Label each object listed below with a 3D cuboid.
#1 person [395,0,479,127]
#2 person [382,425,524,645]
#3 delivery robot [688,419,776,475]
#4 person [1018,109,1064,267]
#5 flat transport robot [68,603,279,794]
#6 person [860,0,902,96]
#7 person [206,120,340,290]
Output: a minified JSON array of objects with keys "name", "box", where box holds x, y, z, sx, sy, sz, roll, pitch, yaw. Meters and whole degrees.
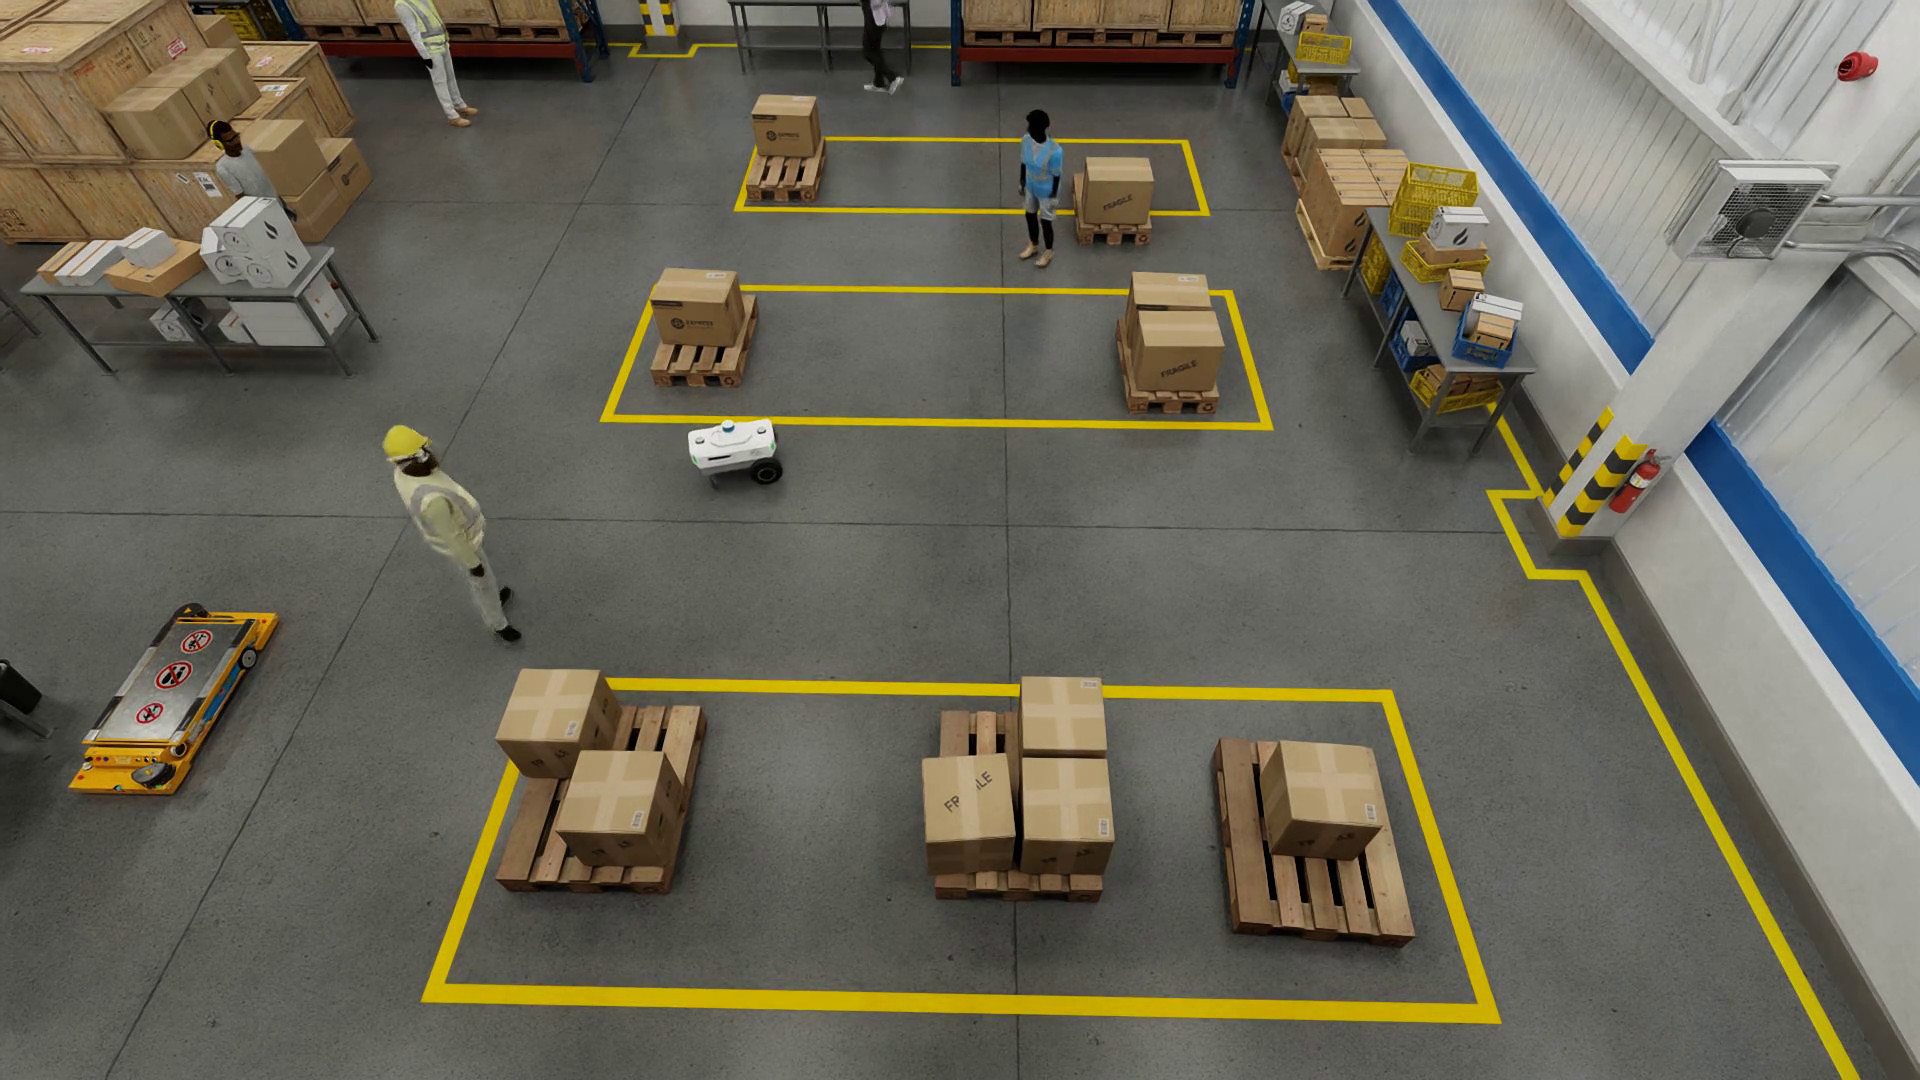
[{"name":"person","box":[-6.655,-6.242,11.609,0.429,1.841,0.633,1,50,1]},{"name":"person","box":[-3.462,-0.013,6.374,0.405,1.797,0.726,-32,57,-24]},{"name":"delivery robot","box":[-1.932,-0.812,7.792,0.707,0.478,0.477,-11,51,-9]},{"name":"person","box":[0.811,-3.631,9.503,0.371,1.680,0.550,-35,58,-26]},{"name":"flat transport robot","box":[-5.504,1.072,6.442,0.652,0.197,1.431,1,50,1]},{"name":"person","box":[-1.080,-6.840,12.081,0.541,1.897,0.623,17,52,14]},{"name":"person","box":[-6.766,-3.199,9.016,0.311,1.869,0.532,1,50,1]}]
